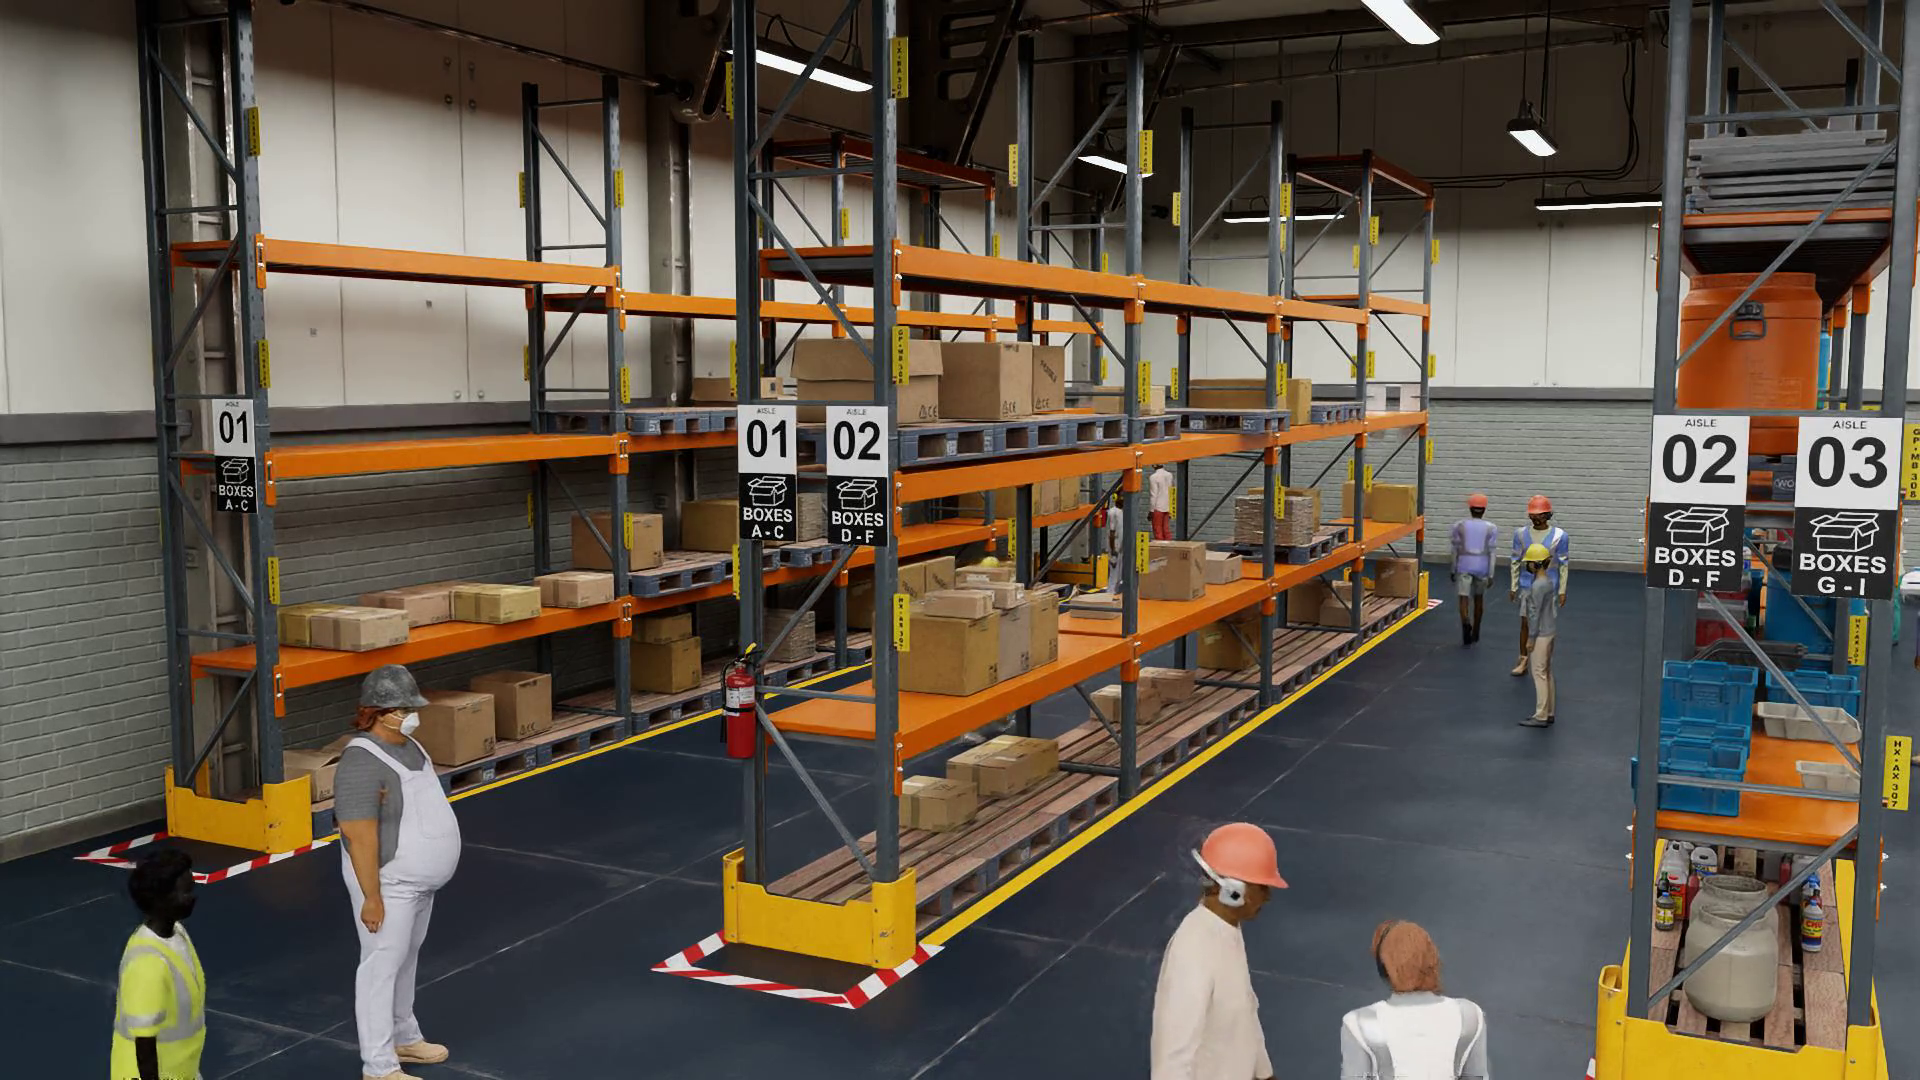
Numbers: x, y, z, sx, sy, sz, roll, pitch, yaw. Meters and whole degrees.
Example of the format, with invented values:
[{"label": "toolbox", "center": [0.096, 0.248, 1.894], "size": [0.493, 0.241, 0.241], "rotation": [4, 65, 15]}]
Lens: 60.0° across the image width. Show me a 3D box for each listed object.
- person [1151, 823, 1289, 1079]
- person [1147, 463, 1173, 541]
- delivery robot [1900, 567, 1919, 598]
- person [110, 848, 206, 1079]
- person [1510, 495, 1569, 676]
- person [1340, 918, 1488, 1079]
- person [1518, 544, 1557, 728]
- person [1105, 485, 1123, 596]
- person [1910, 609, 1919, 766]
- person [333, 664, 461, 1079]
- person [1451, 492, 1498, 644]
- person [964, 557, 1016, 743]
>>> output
[{"label": "person", "center": [0.788, 1.896, 5.661], "size": [1.066, 1.936, 0.621], "rotation": [1, 6, 12]}, {"label": "person", "center": [3.461, -0.533, 28.921], "size": [0.392, 1.988, 0.609], "rotation": [5, 8, 41]}, {"label": "delivery robot", "center": [13.841, 0.633, 24.027], "size": [0.707, 0.478, 0.477], "rotation": [1, 6, 7]}, {"label": "person", "center": [-3.016, 1.963, 6.143], "size": [0.708, 1.673, 0.544], "rotation": [-1, 6, -12]}, {"label": "person", "center": [6.398, 0.521, 18.416], "size": [0.615, 2.040, 0.391], "rotation": [4, 7, 33]}, {"label": "person", "center": [1.514, 2.071, 5.428], "size": [0.533, 1.609, 0.680], "rotation": [0, 6, -3]}, {"label": "person", "center": [5.544, 0.914, 15.970], "size": [0.344, 1.756, 0.518], "rotation": [3, 7, 29]}, {"label": "person", "center": [2.148, 0.185, 22.544], "size": [0.335, 1.865, 0.520], "rotation": [2, 6, 20]}, {"label": "person", "center": [8.460, 0.953, 14.187], "size": [0.367, 2.048, 0.607], "rotation": [-4, 7, -33]}, {"label": "person", "center": [-2.671, 1.595, 7.977], "size": [0.538, 2.000, 0.689], "rotation": [0, 6, 0]}, {"label": "person", "center": [6.389, 0.356, 20.681], "size": [0.545, 1.907, 0.831], "rotation": [1, 6, 14]}, {"label": "person", "center": [0.271, 1.004, 15.431], "size": [0.495, 1.690, 0.936], "rotation": [4, 7, 36]}]
